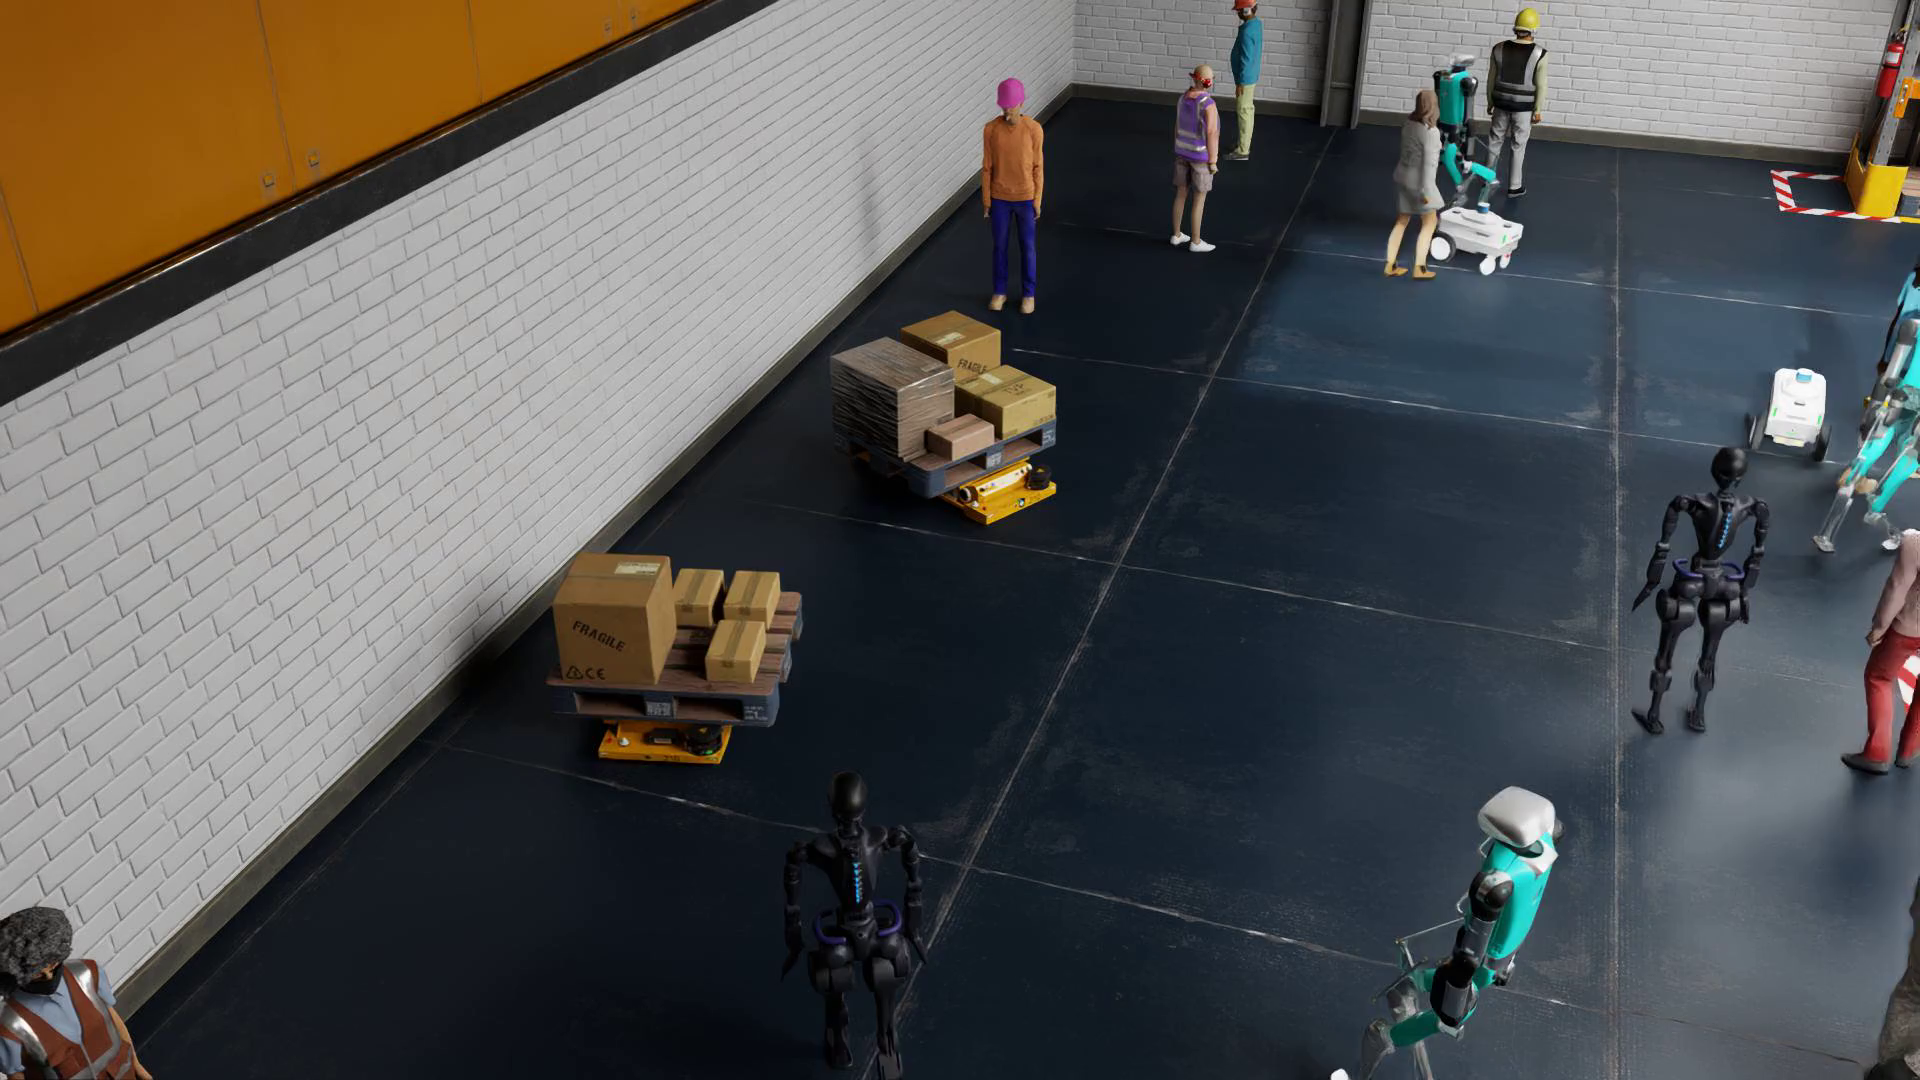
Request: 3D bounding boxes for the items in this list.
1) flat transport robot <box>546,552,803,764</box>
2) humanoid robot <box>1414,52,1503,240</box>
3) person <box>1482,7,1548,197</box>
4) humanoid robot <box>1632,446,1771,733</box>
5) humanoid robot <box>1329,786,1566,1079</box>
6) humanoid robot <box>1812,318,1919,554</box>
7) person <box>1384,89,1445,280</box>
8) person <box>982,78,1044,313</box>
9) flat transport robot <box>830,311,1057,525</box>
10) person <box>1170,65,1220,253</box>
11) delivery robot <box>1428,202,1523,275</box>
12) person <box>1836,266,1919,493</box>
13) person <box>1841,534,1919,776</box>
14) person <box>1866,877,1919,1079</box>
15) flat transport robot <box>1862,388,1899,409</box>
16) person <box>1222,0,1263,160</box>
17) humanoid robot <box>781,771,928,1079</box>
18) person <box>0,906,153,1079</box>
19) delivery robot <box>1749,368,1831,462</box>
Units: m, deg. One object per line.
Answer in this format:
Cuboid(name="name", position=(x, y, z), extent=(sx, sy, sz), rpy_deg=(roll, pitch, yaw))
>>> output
Cuboid(name="flat transport robot", position=(-1.532, 0.749, 9.351), extent=(0.659, 0.231, 1.431), rpy_deg=(2, 31, 4))
Cuboid(name="humanoid robot", position=(4.678, -3.612, 15.340), extent=(0.870, 1.783, 0.585), rpy_deg=(-13, 33, -21))
Cuboid(name="person", position=(5.478, -4.311, 16.412), extent=(0.585, 1.837, 0.404), rpy_deg=(21, 36, 31))
Cuboid(name="humanoid robot", position=(3.896, 0.265, 8.772), extent=(0.589, 1.656, 0.324), rpy_deg=(2, 31, 4))
Cuboid(name="humanoid robot", position=(1.802, 1.641, 6.481), extent=(0.802, 1.885, 0.553), rpy_deg=(25, 39, 36))
Cuboid(name="humanoid robot", position=(5.704, -0.581, 10.192), extent=(1.029, 1.718, 0.550), rpy_deg=(-22, 37, -32))
Cuboid(name="person", position=(3.971, -3.109, 14.548), extent=(0.447, 1.636, 0.537), rpy_deg=(-12, 33, -20))
Cuboid(name="person", position=(0.430, -2.853, 13.803), extent=(0.516, 1.974, 0.397), rpy_deg=(5, 31, 8))
Cuboid(name="flat transport robot", position=(-0.067, -0.537, 11.539), extent=(0.659, 0.231, 1.431), rpy_deg=(-25, 38, -35))
Cuboid(name="person", position=(2.135, -3.460, 15.104), extent=(0.345, 1.693, 0.497), rpy_deg=(-21, 36, -32))
Cuboid(name="delivery robot", position=(4.654, -2.750, 15.027), extent=(0.525, 0.600, 0.772), rpy_deg=(-26, 39, -37))
Cuboid(name="person", position=(6.388, -1.158, 11.052), extent=(0.858, 1.835, 0.535), rpy_deg=(-5, 31, -8))
Cuboid(name="person", position=(4.897, 0.450, 8.411), extent=(0.570, 1.754, 0.353), rpy_deg=(5, 31, 8))
Cuboid(name="person", position=(3.963, 1.467, 6.530), extent=(0.470, 1.884, 0.567), rpy_deg=(-1, 30, -1))
Cuboid(name="flat transport robot", position=(7.493, -0.915, 12.183), extent=(1.431, 0.231, 0.659), rpy_deg=(-1, 30, -2))
Cuboid(name="person", position=(2.968, -4.878, 17.468), extent=(0.343, 1.741, 0.562), rpy_deg=(9, 32, 15))
Cuboid(name="humanoid robot", position=(-0.408, 1.615, 6.536), extent=(0.597, 1.639, 0.765), rpy_deg=(-7, 31, -11))
Cuboid(name="person", position=(-3.097, 1.968, 5.882), extent=(0.305, 1.680, 0.428), rpy_deg=(17, 34, 26))
Cuboid(name="delivery robot", position=(5.995, -0.943, 11.935), extent=(0.499, 0.581, 0.774), rpy_deg=(13, 33, 21))
